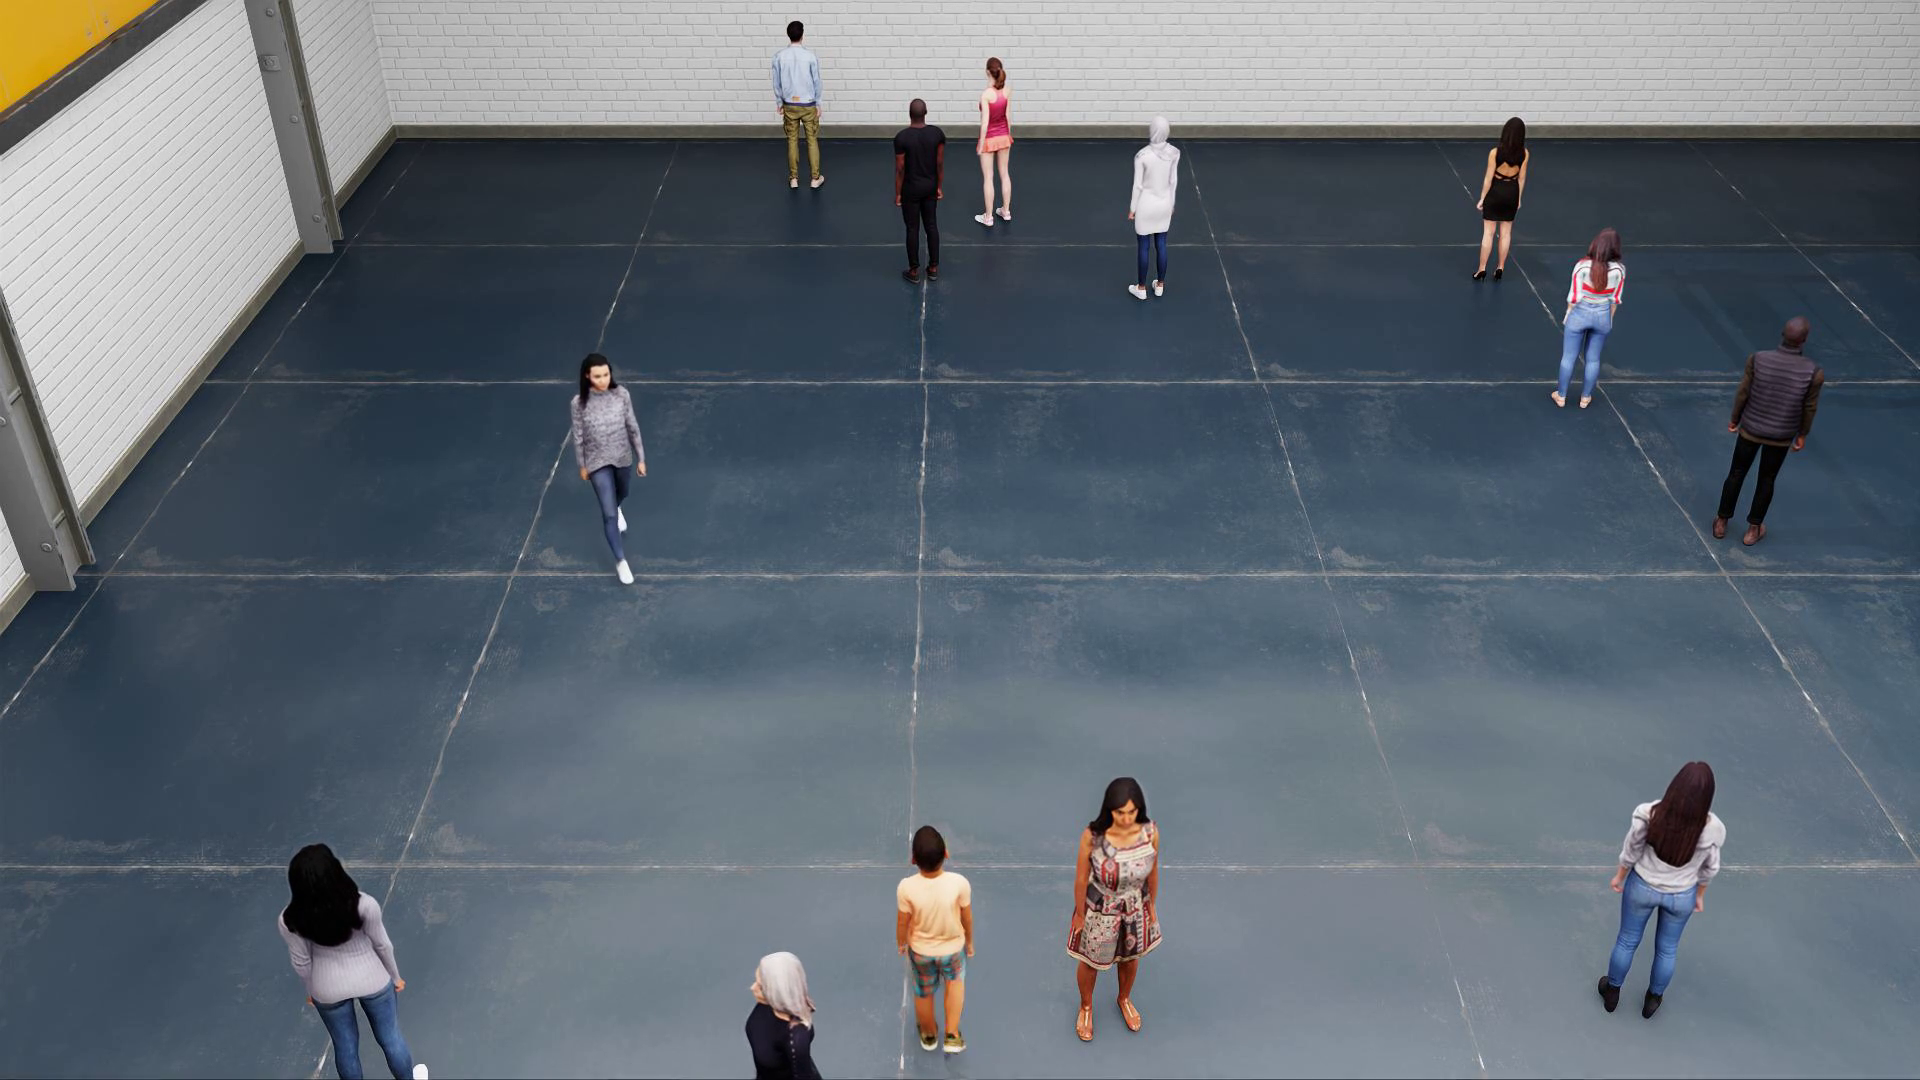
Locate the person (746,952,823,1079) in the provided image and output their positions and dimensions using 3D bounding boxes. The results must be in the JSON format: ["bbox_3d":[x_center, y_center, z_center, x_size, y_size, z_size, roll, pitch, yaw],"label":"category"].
[{"bbox_3d":[-0.762,2.454,7.385,0.745,1.747,0.634,-14,36,-20],"label":"person"}]

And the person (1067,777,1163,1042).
[{"bbox_3d":[0.785,1.840,8.401,0.692,1.645,0.600,-7,34,-10],"label":"person"}]

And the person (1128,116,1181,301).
[{"bbox_3d":[1.838,-3.151,15.792,0.671,1.774,0.625,-10,35,-14],"label":"person"}]

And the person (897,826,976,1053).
[{"bbox_3d":[-0.112,2.054,8.256,0.559,1.450,0.638,-2,34,-4],"label":"person"}]

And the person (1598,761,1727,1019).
[{"bbox_3d":[3.578,1.791,8.487,0.664,1.631,0.615,10,35,15],"label":"person"}]

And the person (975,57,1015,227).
[{"bbox_3d":[0.359,-4.162,17.333,0.669,1.754,0.710,-21,39,-29],"label":"person"}]

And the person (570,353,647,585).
[{"bbox_3d":[-2.554,-0.612,12.046,0.951,1.694,1.246,-15,36,-21],"label":"person"}]

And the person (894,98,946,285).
[{"bbox_3d":[-0.393,-3.378,16.094,0.737,1.819,0.689,-13,36,-18],"label":"person"}]

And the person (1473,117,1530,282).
[{"bbox_3d":[5.243,-3.283,16.105,0.569,1.650,0.489,2,34,3],"label":"person"}]

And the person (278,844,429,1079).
[{"bbox_3d":[-2.895,2.116,7.903,0.654,1.736,0.608,-8,34,-12],"label":"person"}]

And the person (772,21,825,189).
[{"bbox_3d":[-1.754,-4.752,18.169,0.688,1.810,0.573,2,34,3],"label":"person"}]

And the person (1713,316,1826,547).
[{"bbox_3d":[5.921,-0.805,12.208,0.779,1.836,0.777,19,38,26],"label":"person"}]

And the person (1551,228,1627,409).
[{"bbox_3d":[5.308,-1.871,14.012,0.623,1.614,0.568,6,34,9],"label":"person"}]
